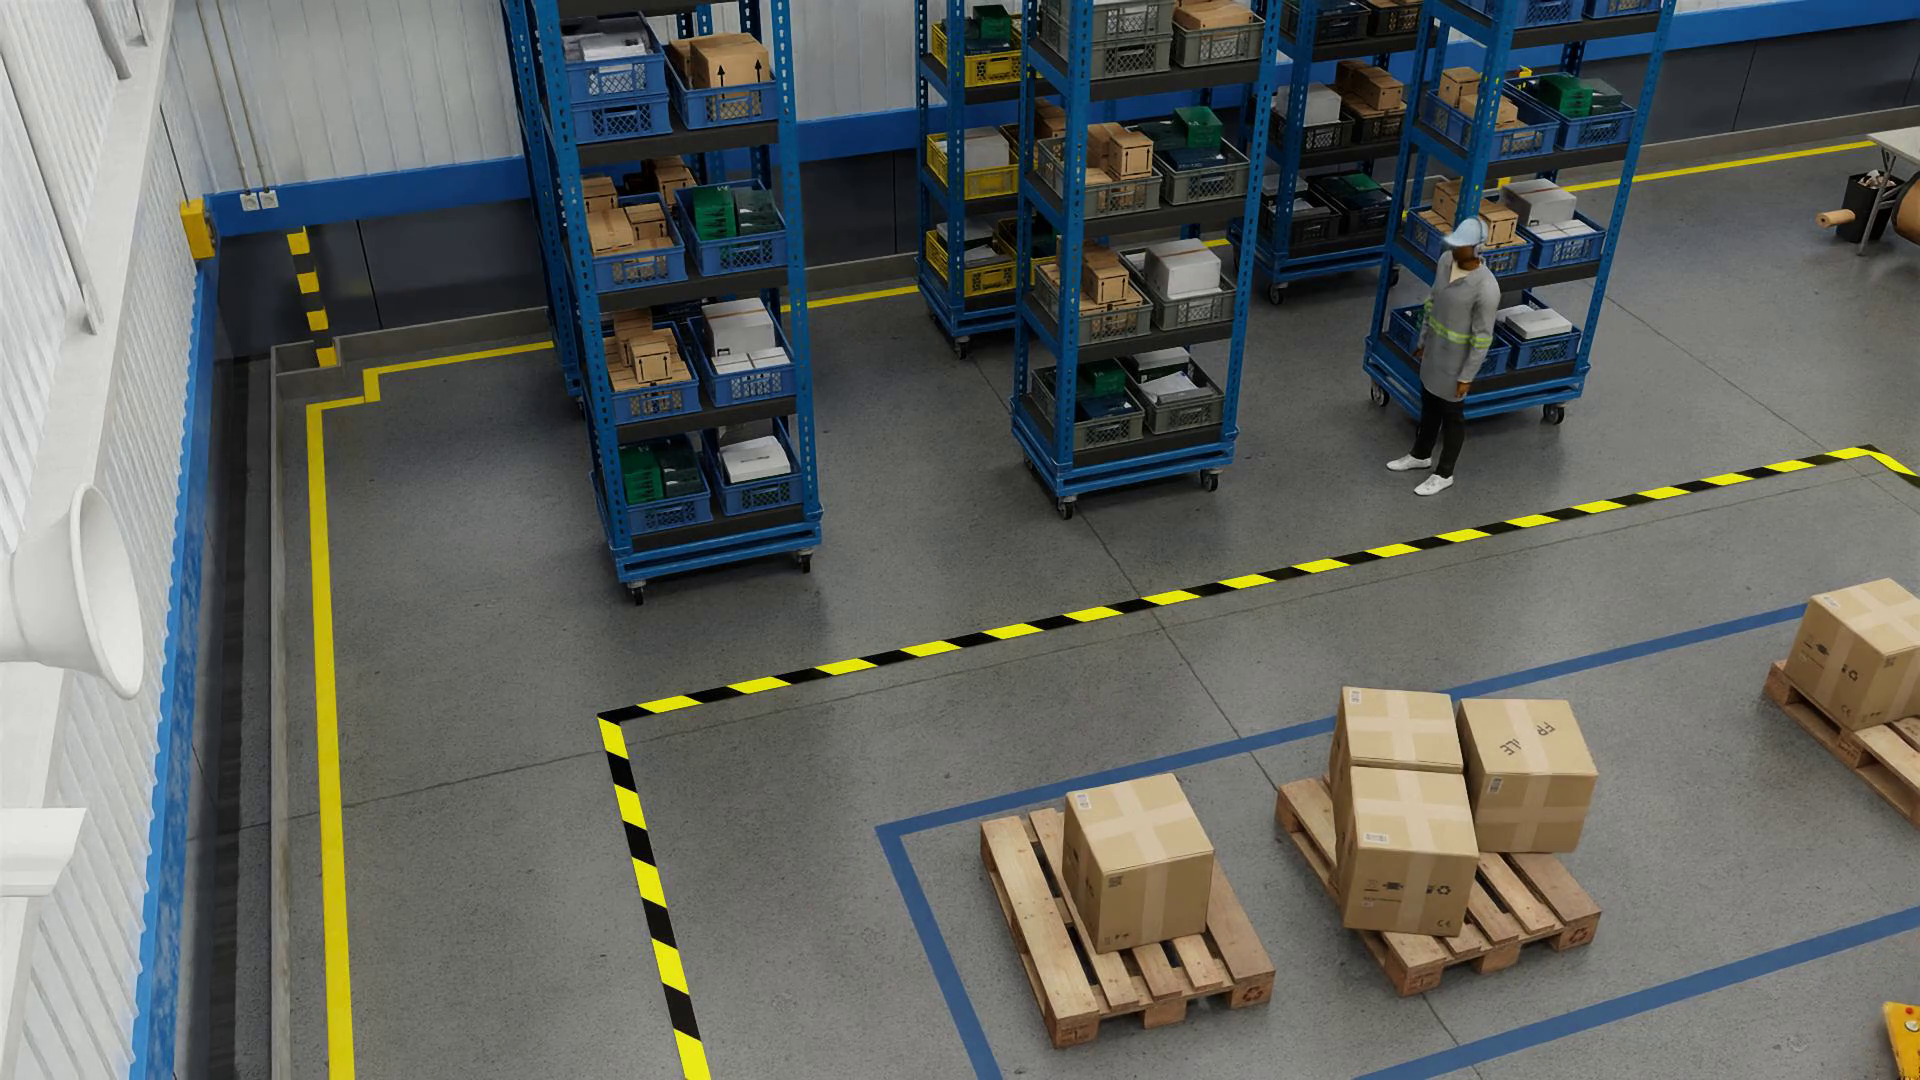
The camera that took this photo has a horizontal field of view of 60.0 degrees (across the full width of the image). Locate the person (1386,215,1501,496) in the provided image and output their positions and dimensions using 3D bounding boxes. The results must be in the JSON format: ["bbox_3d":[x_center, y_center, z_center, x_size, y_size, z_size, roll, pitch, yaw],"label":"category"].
[{"bbox_3d":[3.013,-1.143,10.302,0.370,1.852,0.588,-12,37,-16],"label":"person"}]

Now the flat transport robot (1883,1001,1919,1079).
[{"bbox_3d":[4.652,2.258,6.829,1.431,0.197,0.652,8,36,11],"label":"flat transport robot"}]
